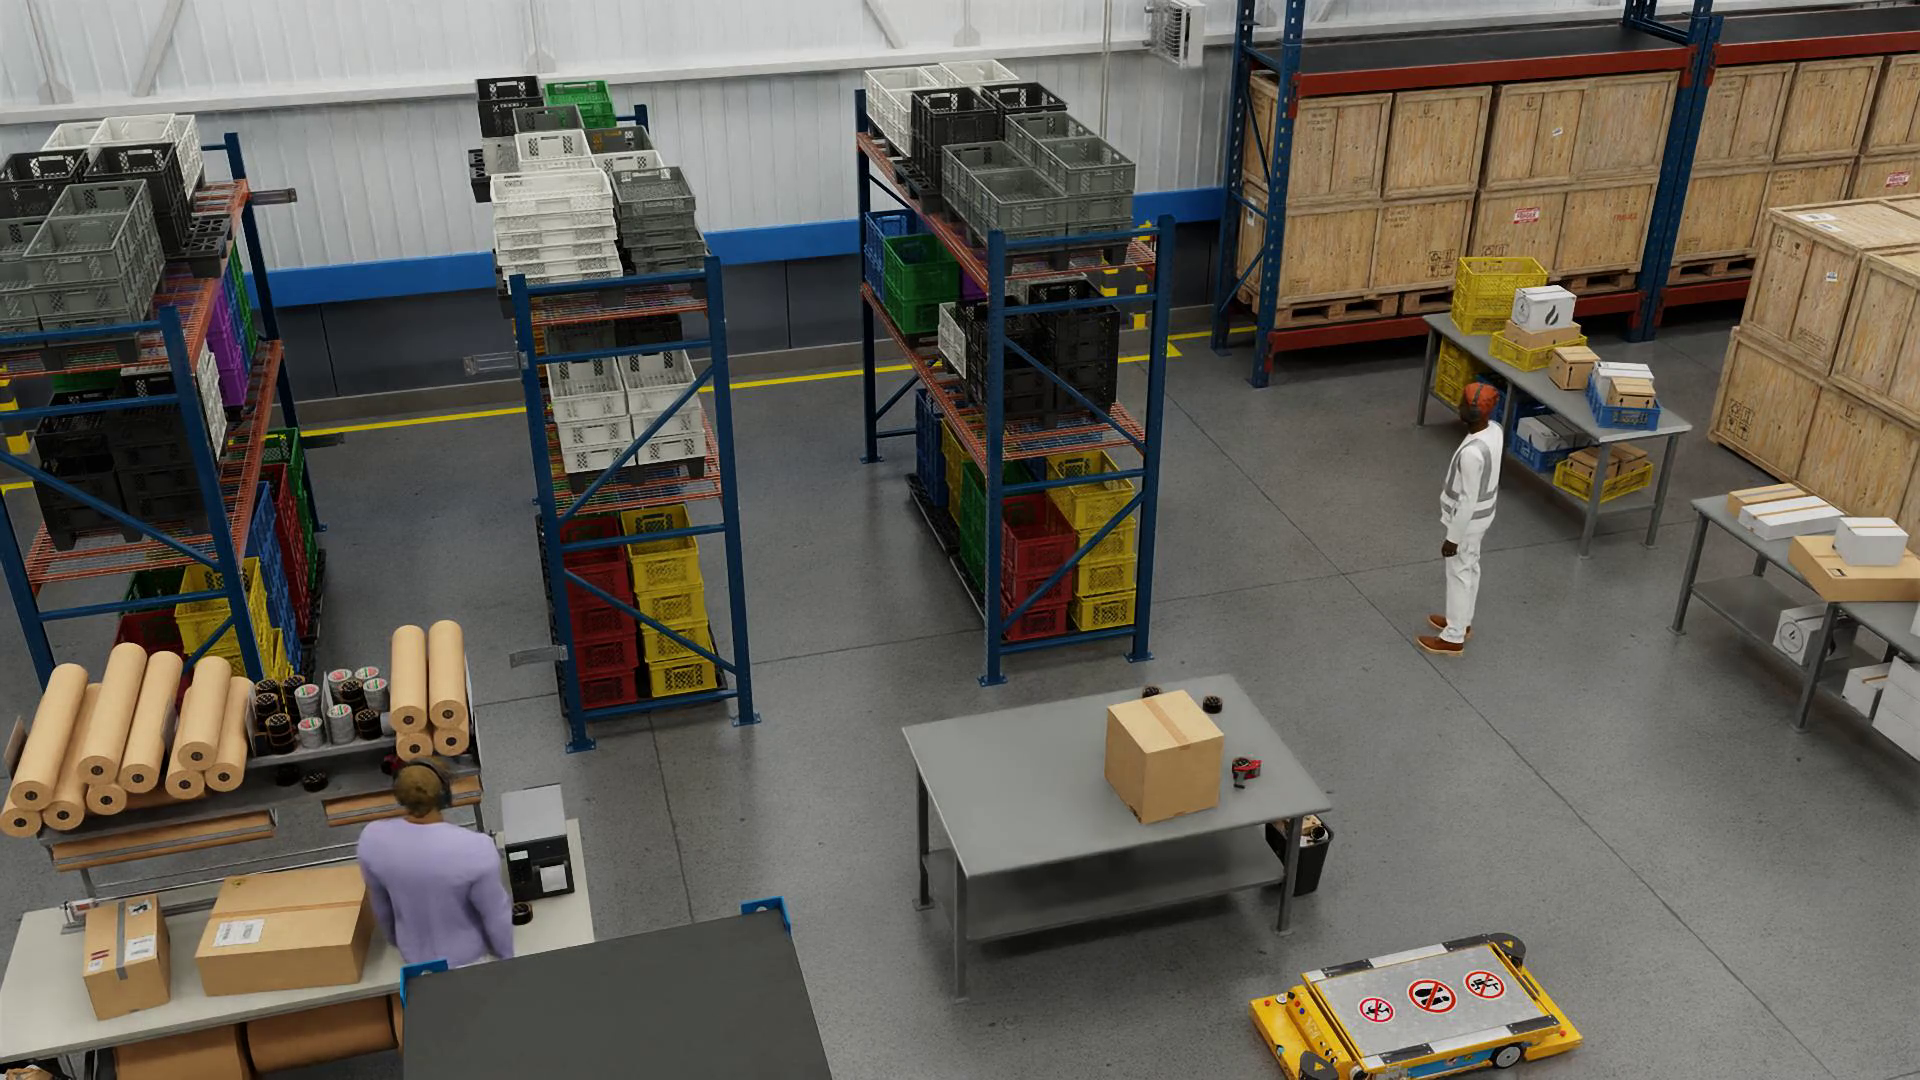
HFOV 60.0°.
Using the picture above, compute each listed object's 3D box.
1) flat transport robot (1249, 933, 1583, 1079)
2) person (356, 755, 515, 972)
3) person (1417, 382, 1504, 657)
[{"bbox_3d":[2.184,2.282,7.980,1.431,0.197,0.652,-8,30,-14],"label":"flat transport robot"},{"bbox_3d":[-2.215,1.764,7.218,0.631,1.932,0.372,5,29,9],"label":"person"},{"bbox_3d":[3.253,-0.131,10.709,0.342,1.882,0.579,16,32,26],"label":"person"}]
